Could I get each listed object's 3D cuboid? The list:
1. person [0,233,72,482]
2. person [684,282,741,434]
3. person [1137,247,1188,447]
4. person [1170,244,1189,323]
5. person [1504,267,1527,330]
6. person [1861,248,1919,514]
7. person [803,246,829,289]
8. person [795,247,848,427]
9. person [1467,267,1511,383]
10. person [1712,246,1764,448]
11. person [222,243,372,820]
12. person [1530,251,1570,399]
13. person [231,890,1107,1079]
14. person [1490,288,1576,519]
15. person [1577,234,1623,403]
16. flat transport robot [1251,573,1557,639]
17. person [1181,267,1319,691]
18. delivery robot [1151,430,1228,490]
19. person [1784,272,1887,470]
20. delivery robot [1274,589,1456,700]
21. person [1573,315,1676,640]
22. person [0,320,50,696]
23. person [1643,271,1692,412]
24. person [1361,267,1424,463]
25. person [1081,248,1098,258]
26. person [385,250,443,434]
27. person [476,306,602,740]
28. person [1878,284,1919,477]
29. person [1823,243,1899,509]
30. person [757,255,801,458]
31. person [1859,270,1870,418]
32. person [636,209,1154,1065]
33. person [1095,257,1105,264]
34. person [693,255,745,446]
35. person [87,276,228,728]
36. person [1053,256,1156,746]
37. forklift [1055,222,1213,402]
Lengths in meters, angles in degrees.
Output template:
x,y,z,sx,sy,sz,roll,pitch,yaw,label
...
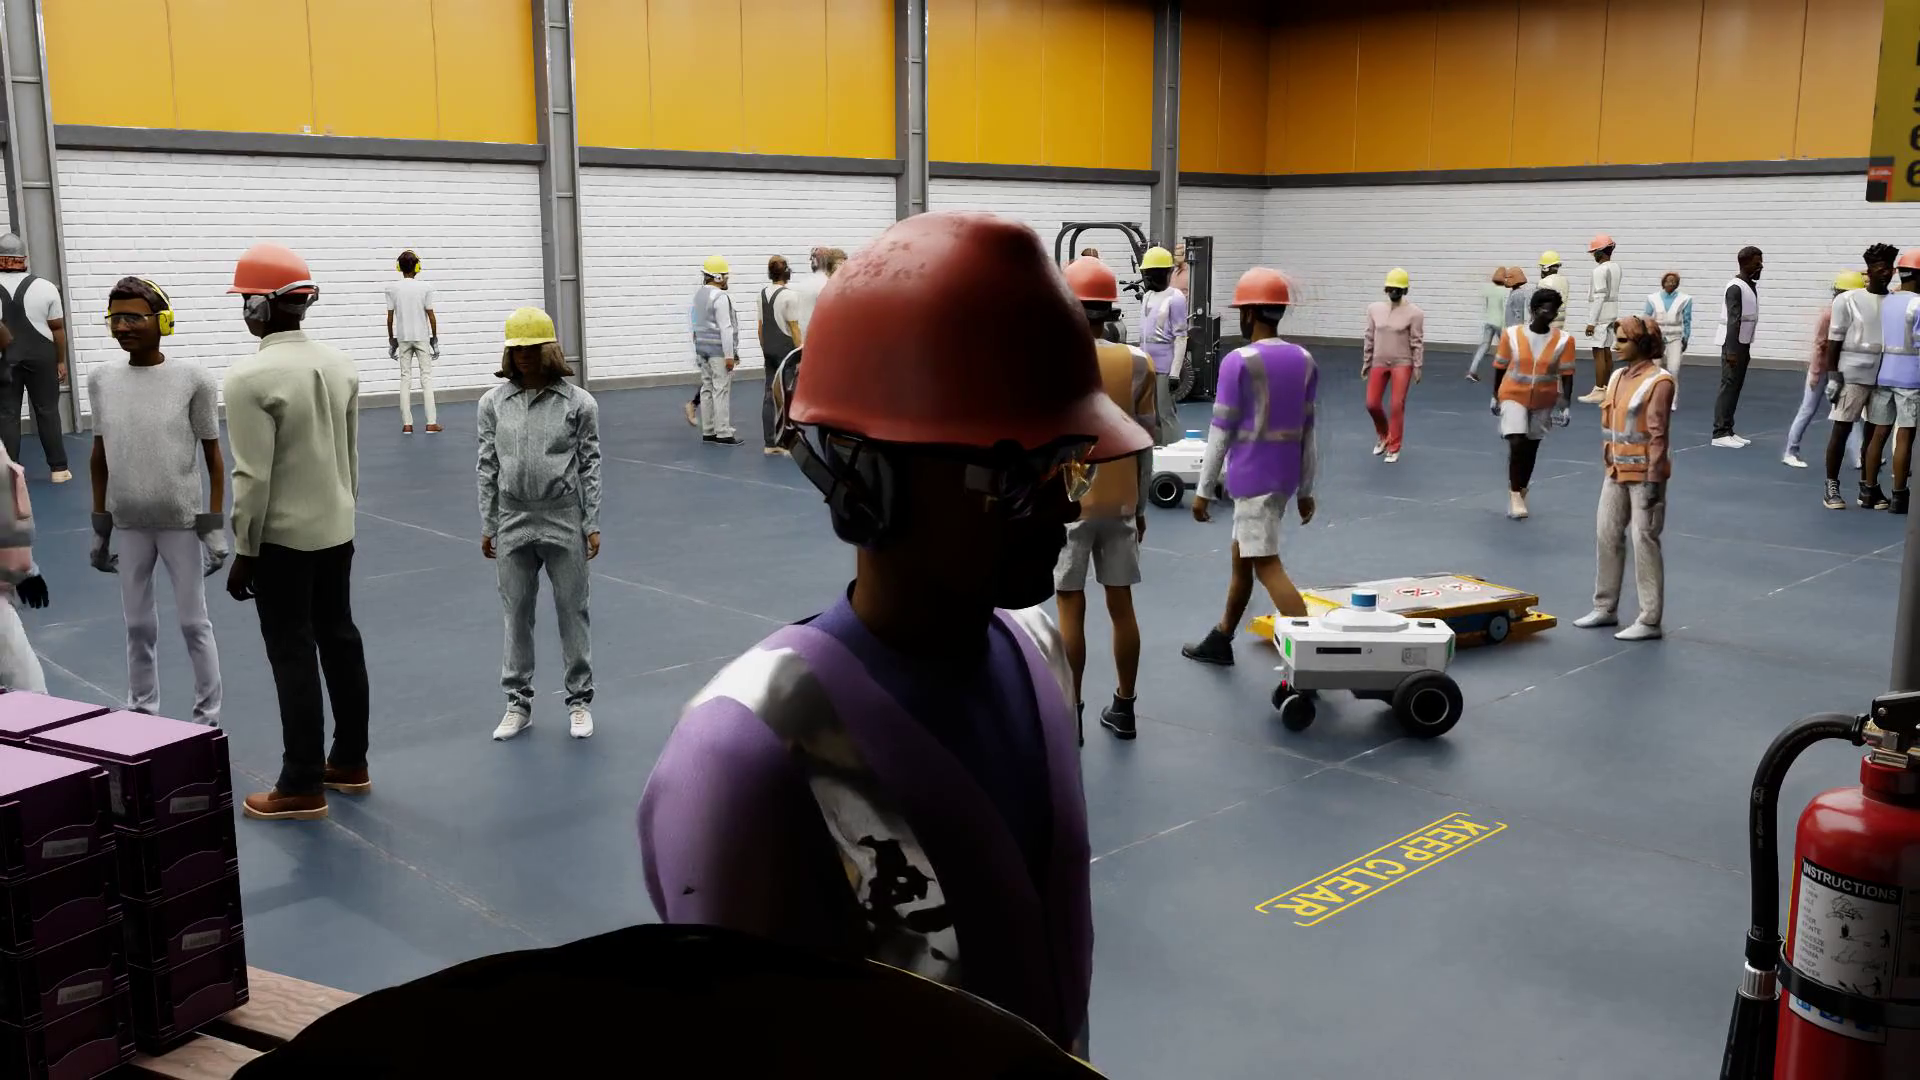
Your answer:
x,y,z,sx,sy,sz,roll,pitch,yaw,label
-7.659,-1.472,13.570,0.683,2.000,0.538,-5,11,-25,person
-2.537,-1.919,17.005,0.477,1.679,0.530,7,12,33,person
1.616,-1.417,13.598,0.387,1.925,0.611,-5,11,-24,person
2.934,-2.919,21.837,0.399,1.905,0.642,-5,12,-25,person
6.794,-2.527,20.434,0.281,1.631,0.506,3,11,15,person
6.900,-1.159,12.159,0.364,1.933,0.543,-3,11,-15,person
-1.487,-2.200,17.916,0.402,1.904,0.652,6,12,31,person
-1.335,-1.813,15.790,0.651,1.917,0.661,7,13,34,person
7.353,-2.956,22.876,0.840,1.593,0.514,-5,11,-24,person
7.468,-1.856,15.999,0.372,1.916,0.597,8,13,35,person
-2.316,-0.023,5.796,0.375,1.995,0.611,3,11,15,person
7.216,-2.626,20.432,0.600,1.830,0.403,-9,14,-40,person
-0.178,0.927,1.032,0.633,1.841,0.429,0,10,-2,person
4.097,-0.975,11.906,0.544,1.640,0.763,2,11,10,person
7.735,-2.669,20.119,0.392,2.033,0.605,9,14,41,person
2.245,0.366,8.378,1.431,0.197,0.652,-5,12,-27,flat transport robot
1.393,-0.269,7.469,0.562,1.895,1.002,-8,13,-38,person
1.748,-0.587,12.542,0.707,0.478,0.477,-1,10,-3,delivery robot
7.532,-1.431,14.259,0.533,1.707,0.910,-4,11,-22,person
1.665,0.449,6.895,0.707,0.478,0.477,1,10,3,delivery robot
3.384,-0.310,8.362,0.324,1.629,0.524,-2,11,-11,person
-3.149,0.153,5.387,0.990,1.781,0.653,-7,12,-32,person
8.109,-2.276,19.140,0.515,1.611,0.730,5,12,27,person
3.859,-1.555,14.833,0.549,1.738,0.527,7,12,32,person
1.819,-3.182,23.440,0.429,1.843,0.633,-3,11,-16,person
-5.589,-2.020,17.025,0.508,1.872,0.329,-1,10,-7,person
-1.685,-0.058,6.673,0.493,1.743,0.295,-1,10,-3,person
7.873,-1.342,13.971,0.266,1.631,0.507,-7,12,-33,person
6.718,-1.204,12.310,0.600,1.967,0.367,0,10,1,person
-1.626,-1.669,15.183,0.508,1.846,0.345,8,13,39,person
9.966,-2.162,18.427,0.525,1.639,0.307,5,11,24,person
-0.017,0.724,1.592,0.391,2.040,0.614,5,12,26,person
0.923,-1.357,13.439,0.740,1.859,0.567,6,12,29,person
-2.331,-1.818,16.023,0.403,1.833,0.591,-8,13,-36,person
-3.035,-0.051,6.286,0.517,1.874,0.327,0,10,-2,person
0.503,-0.145,6.613,0.545,1.939,0.373,-4,11,-18,person
1.935,-2.847,20.651,2.313,2.155,1.214,2,11,13,forklift
